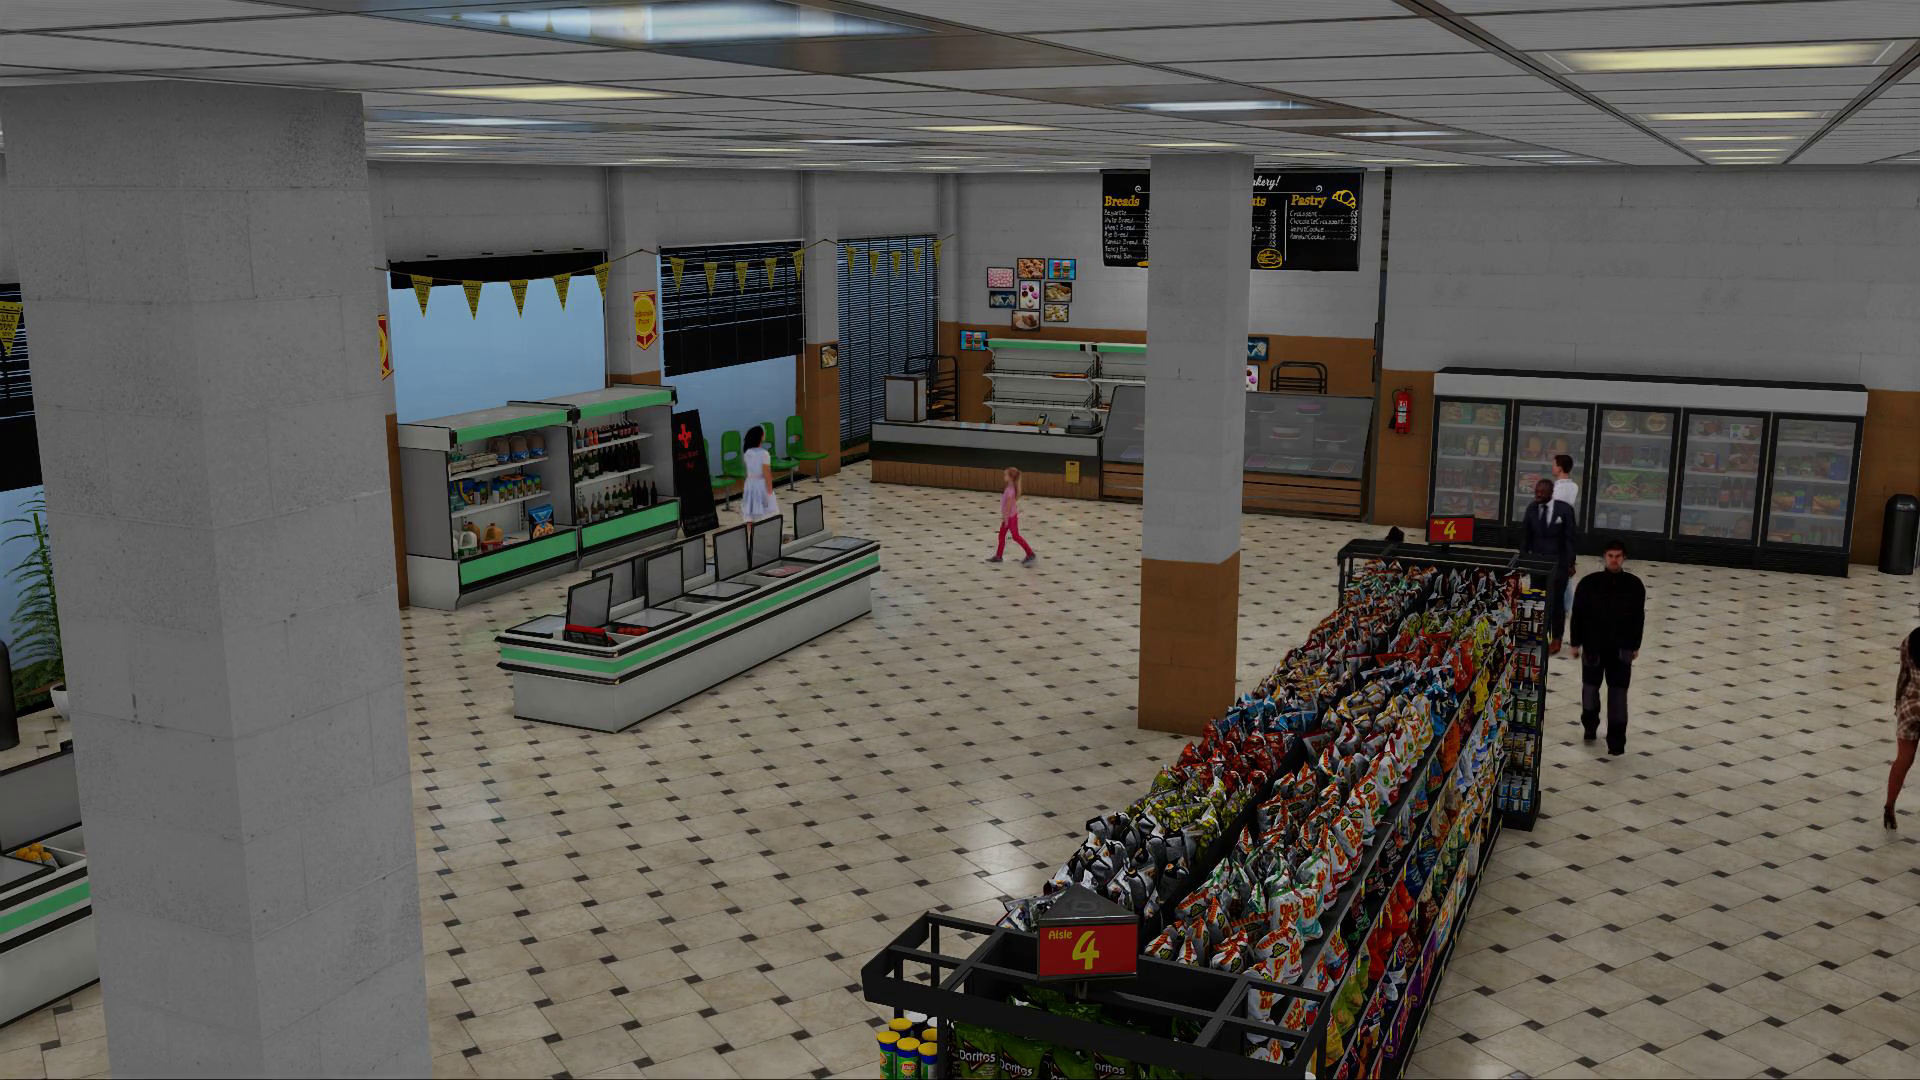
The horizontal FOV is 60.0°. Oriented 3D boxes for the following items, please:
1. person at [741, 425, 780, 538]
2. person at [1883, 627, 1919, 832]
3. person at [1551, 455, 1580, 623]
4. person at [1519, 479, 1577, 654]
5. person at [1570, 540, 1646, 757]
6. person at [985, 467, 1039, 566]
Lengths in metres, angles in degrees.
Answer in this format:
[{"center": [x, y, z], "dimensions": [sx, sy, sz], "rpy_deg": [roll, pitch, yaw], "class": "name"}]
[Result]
[{"center": [-2.581, -0.518, 20.828], "dimensions": [0.723, 1.803, 0.931], "rpy_deg": [7, 14, 30], "class": "person"}, {"center": [7.022, 1.323, 12.200], "dimensions": [1.081, 1.757, 0.879], "rpy_deg": [-9, 15, -37], "class": "person"}, {"center": [6.634, -0.025, 18.374], "dimensions": [0.761, 1.850, 0.578], "rpy_deg": [9, 15, 38], "class": "person"}, {"center": [6.092, 0.259, 17.135], "dimensions": [0.828, 1.804, 0.838], "rpy_deg": [-11, 16, -43], "class": "person"}, {"center": [5.497, 0.891, 14.155], "dimensions": [0.830, 1.795, 1.125], "rpy_deg": [4, 12, 16], "class": "person"}, {"center": [0.702, -0.293, 21.096], "dimensions": [0.776, 1.253, 0.890], "rpy_deg": [0, 12, 2], "class": "person"}]
